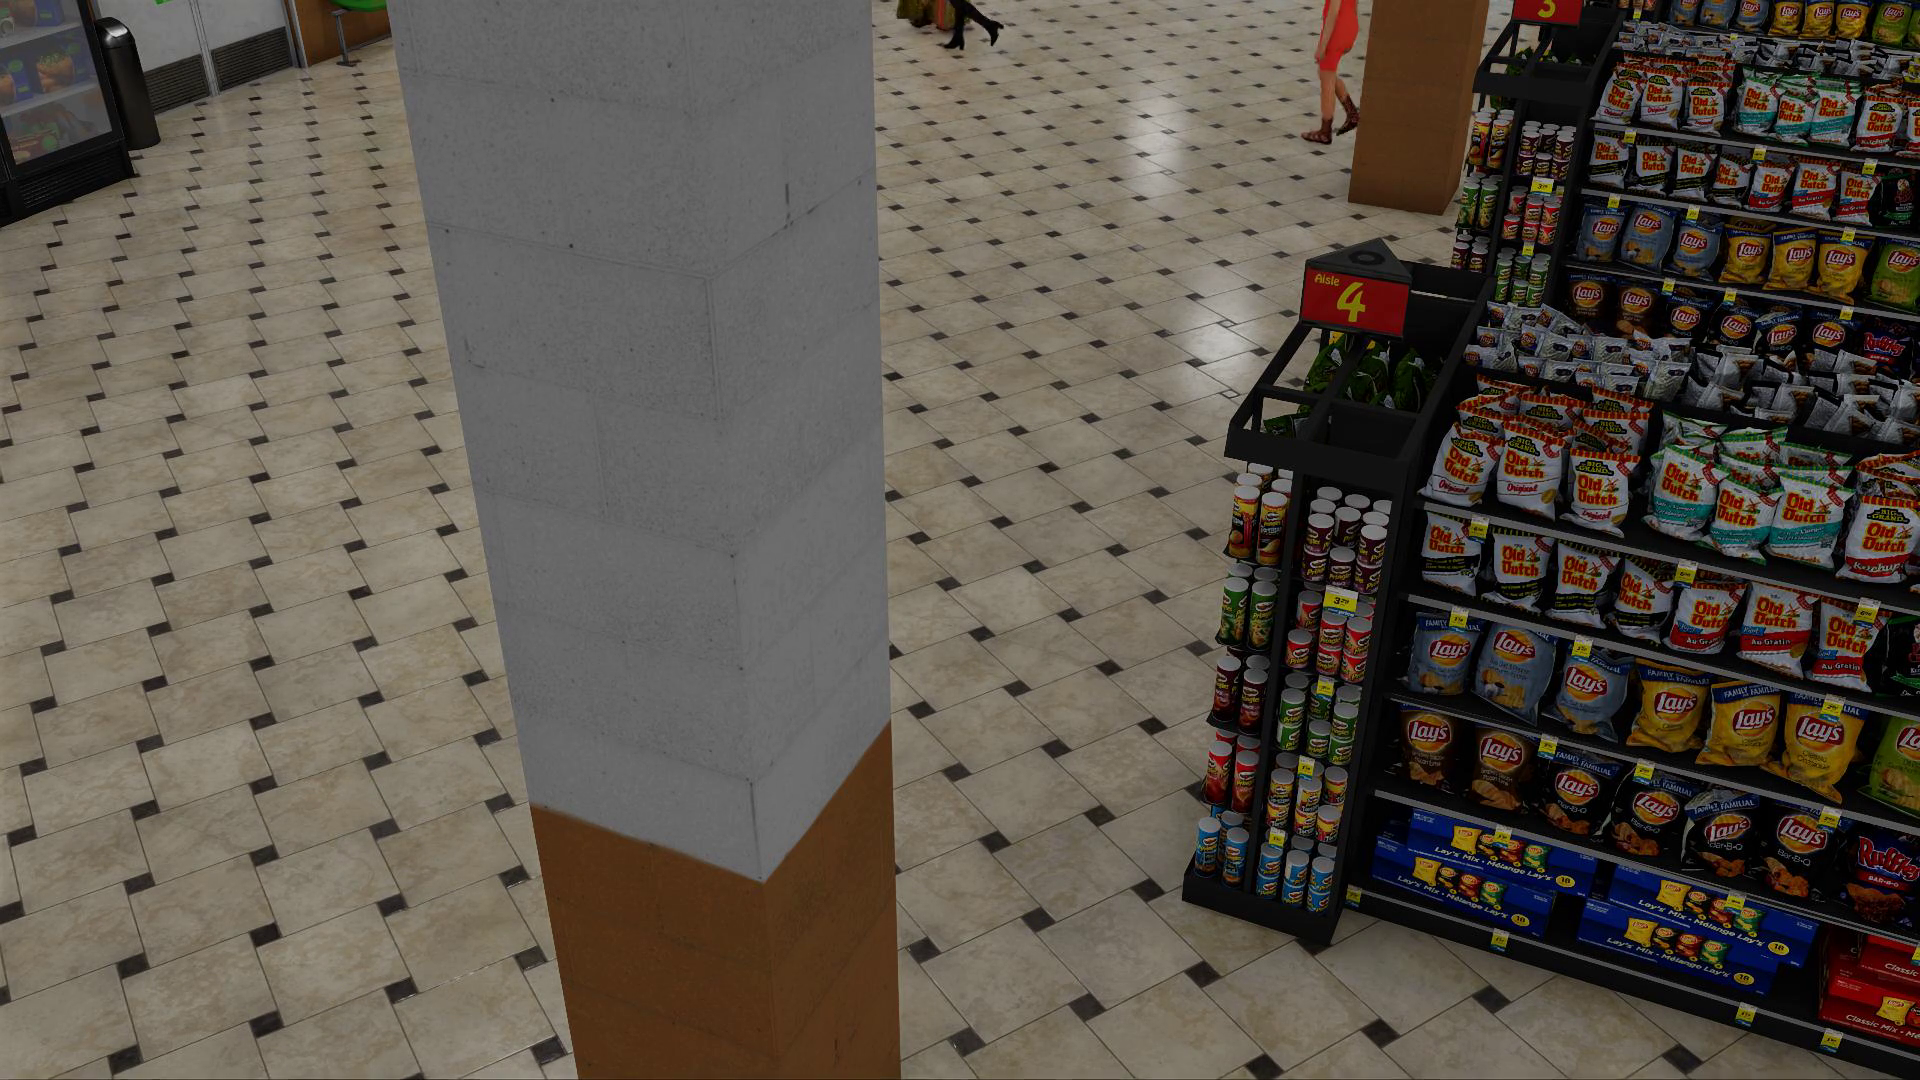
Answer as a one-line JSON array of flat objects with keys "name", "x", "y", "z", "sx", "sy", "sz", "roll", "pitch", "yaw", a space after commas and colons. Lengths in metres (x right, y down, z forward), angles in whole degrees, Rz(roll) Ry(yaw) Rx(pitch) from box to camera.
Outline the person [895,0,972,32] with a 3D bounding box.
[{"name": "person", "x": -0.083, "y": -5.669, "z": 15.867, "sx": 1.161, "sy": 1.625, "sz": 1.096, "roll": -8, "pitch": 33, "yaw": -12}]

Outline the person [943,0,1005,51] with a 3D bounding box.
[{"name": "person", "x": 0.094, "y": -5.248, "z": 15.241, "sx": 0.867, "sy": 1.572, "sz": 0.627, "roll": 12, "pitch": 34, "yaw": 18}]

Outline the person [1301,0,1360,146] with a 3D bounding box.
[{"name": "person", "x": 3.015, "y": -3.897, "z": 12.938, "sx": 0.731, "sy": 1.712, "sz": 0.636, "roll": 18, "pitch": 36, "yaw": 26}]
